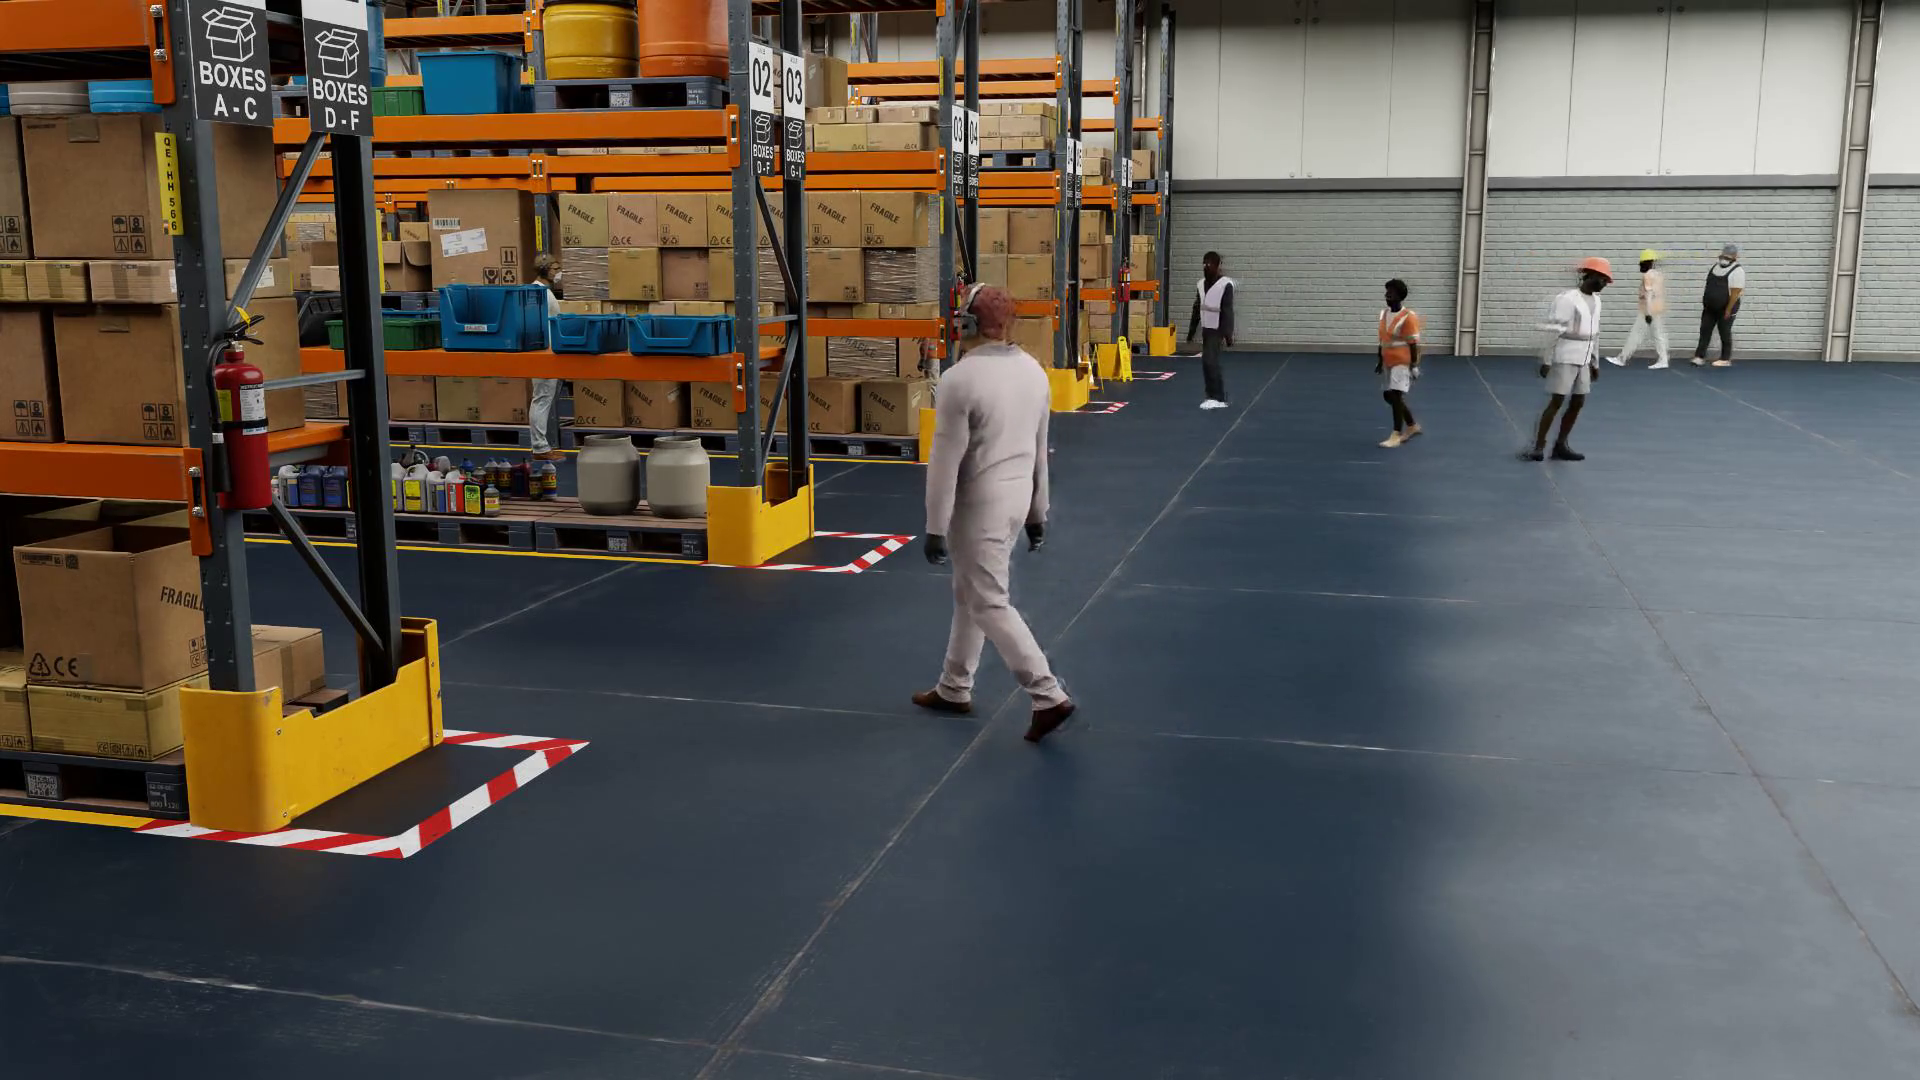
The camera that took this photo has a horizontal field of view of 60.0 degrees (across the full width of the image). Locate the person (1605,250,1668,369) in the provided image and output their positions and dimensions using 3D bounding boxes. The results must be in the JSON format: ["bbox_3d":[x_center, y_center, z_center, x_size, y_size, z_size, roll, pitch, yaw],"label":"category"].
[{"bbox_3d":[10.878,-3.666,26.506,0.983,1.873,0.611,8,13,37],"label":"person"}]

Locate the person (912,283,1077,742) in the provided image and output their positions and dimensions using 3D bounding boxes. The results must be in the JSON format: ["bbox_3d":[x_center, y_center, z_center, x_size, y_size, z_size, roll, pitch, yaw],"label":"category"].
[{"bbox_3d":[0.143,-0.120,6.878,0.927,1.875,0.652,8,13,38],"label":"person"}]

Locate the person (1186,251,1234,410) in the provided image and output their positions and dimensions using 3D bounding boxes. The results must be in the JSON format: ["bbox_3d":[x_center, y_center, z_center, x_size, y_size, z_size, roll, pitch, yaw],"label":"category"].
[{"bbox_3d":[2.995,-2.531,20.142,0.652,1.895,0.612,-5,11,-26],"label":"person"}]

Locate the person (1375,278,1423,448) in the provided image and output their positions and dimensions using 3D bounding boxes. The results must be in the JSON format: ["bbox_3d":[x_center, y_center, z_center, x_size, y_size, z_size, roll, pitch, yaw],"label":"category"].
[{"bbox_3d":[4.400,-1.747,16.426,0.580,1.671,0.545,-4,11,-20],"label":"person"}]

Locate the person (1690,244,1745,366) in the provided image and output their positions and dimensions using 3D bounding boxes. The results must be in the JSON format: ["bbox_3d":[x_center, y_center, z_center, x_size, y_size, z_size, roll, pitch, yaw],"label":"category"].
[{"bbox_3d":[12.222,-3.802,26.803,0.841,2.000,0.761,-5,12,-28],"label":"person"}]

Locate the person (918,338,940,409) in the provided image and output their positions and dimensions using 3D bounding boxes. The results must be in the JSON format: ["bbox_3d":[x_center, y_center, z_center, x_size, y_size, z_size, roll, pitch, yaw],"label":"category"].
[{"bbox_3d":[-0.241,-1.883,17.290,0.307,1.638,0.513,8,13,36],"label":"person"}]

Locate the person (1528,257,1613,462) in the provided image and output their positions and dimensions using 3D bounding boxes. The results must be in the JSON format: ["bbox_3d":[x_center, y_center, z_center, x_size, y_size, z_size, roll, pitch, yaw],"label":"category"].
[{"bbox_3d":[5.628,-1.652,15.322,0.679,1.886,0.494,-6,12,-32],"label":"person"}]

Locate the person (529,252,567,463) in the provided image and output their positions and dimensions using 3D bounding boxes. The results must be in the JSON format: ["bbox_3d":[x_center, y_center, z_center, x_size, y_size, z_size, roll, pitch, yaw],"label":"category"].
[{"bbox_3d":[-3.834,-1.675,15.345,0.374,1.932,0.624,-3,11,-16],"label":"person"}]
